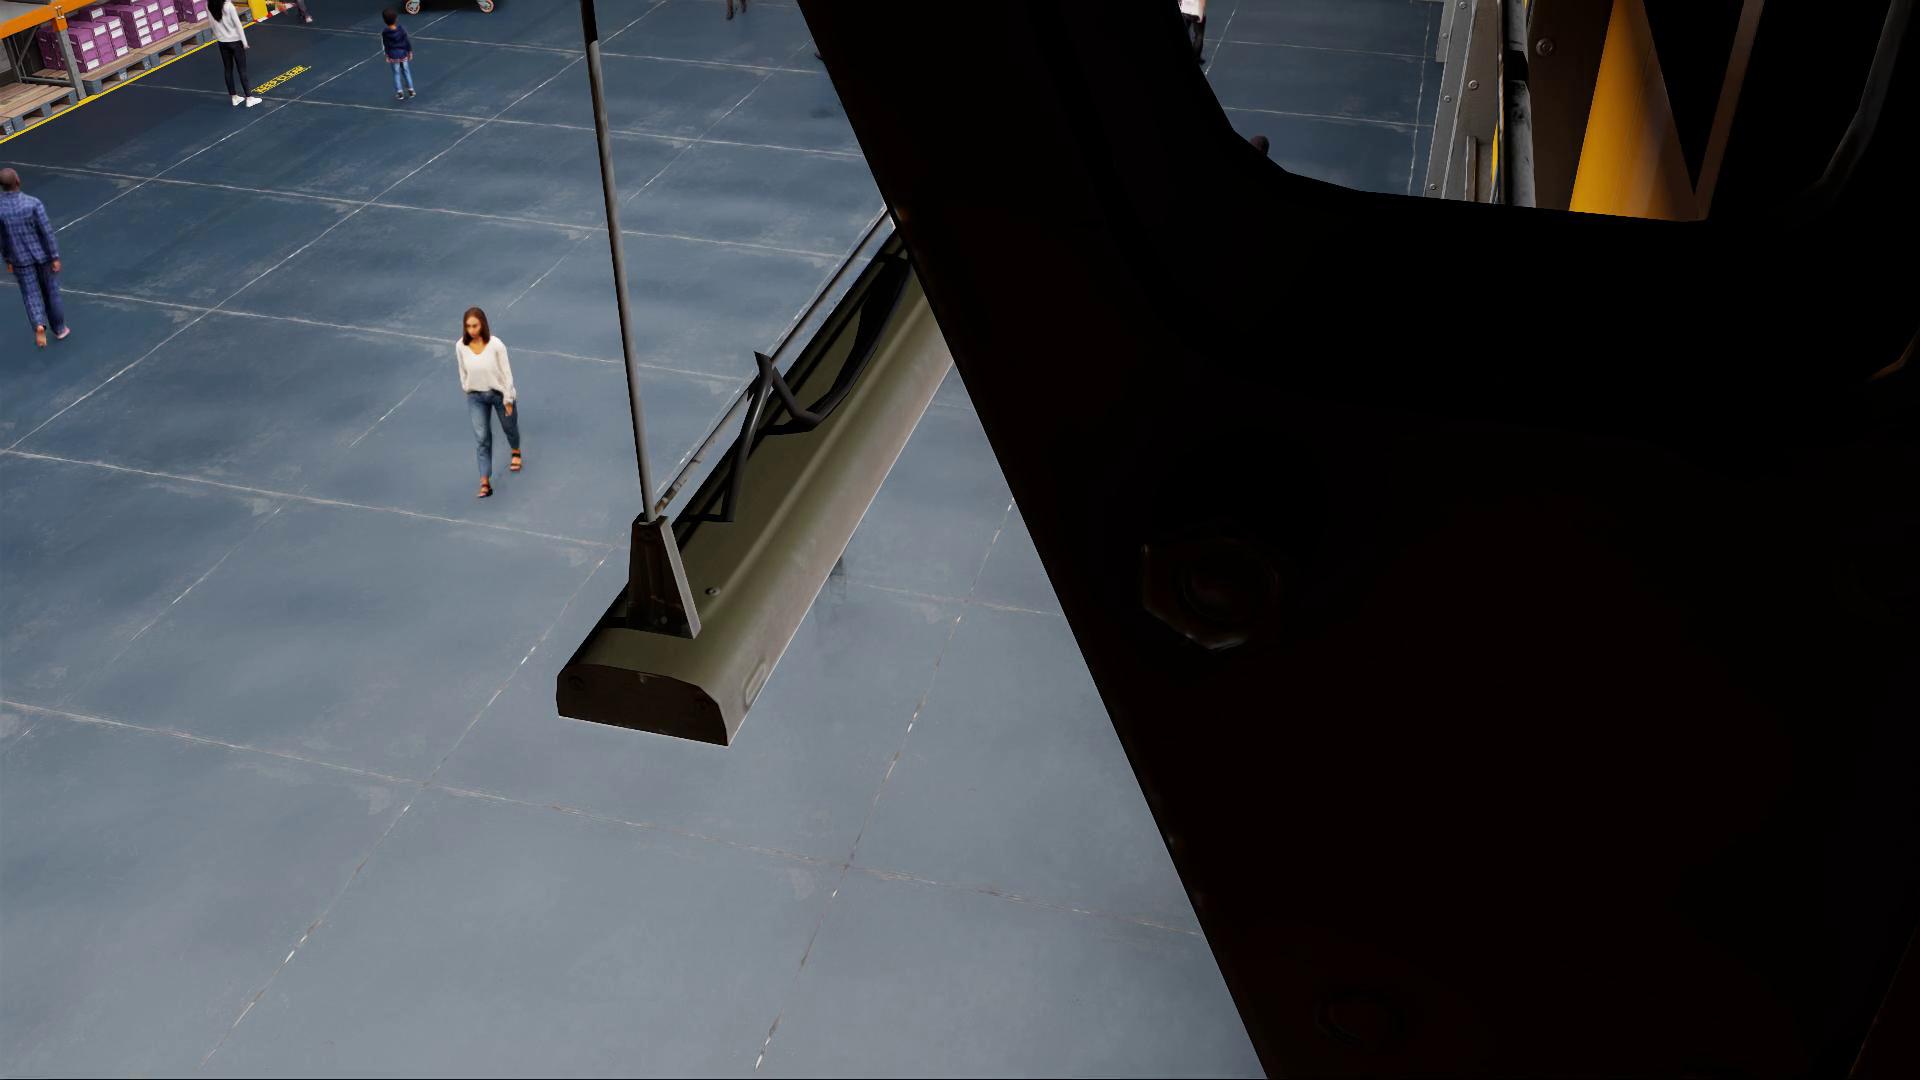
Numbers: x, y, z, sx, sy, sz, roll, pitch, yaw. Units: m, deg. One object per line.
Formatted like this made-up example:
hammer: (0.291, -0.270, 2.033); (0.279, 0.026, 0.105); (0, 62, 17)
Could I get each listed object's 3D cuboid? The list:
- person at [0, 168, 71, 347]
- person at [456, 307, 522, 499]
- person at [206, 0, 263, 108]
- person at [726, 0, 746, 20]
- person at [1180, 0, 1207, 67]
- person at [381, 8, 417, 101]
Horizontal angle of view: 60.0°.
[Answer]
person: (-9.072, -2.716, 16.206); (0.942, 1.804, 1.044); (-11, 35, -16)
person: (-3.950, -1.241, 14.136); (0.802, 1.639, 1.145); (1, 34, 2)
person: (-9.772, -6.663, 22.239); (0.607, 1.701, 0.544); (8, 34, 11)
person: (-3.507, -8.784, 25.825); (0.575, 1.262, 0.899); (3, 34, 5)
person: (3.220, -7.464, 23.446); (0.924, 1.698, 1.140); (25, 41, 33)
person: (-7.649, -6.615, 22.599); (0.593, 1.221, 0.629); (-12, 36, -18)
